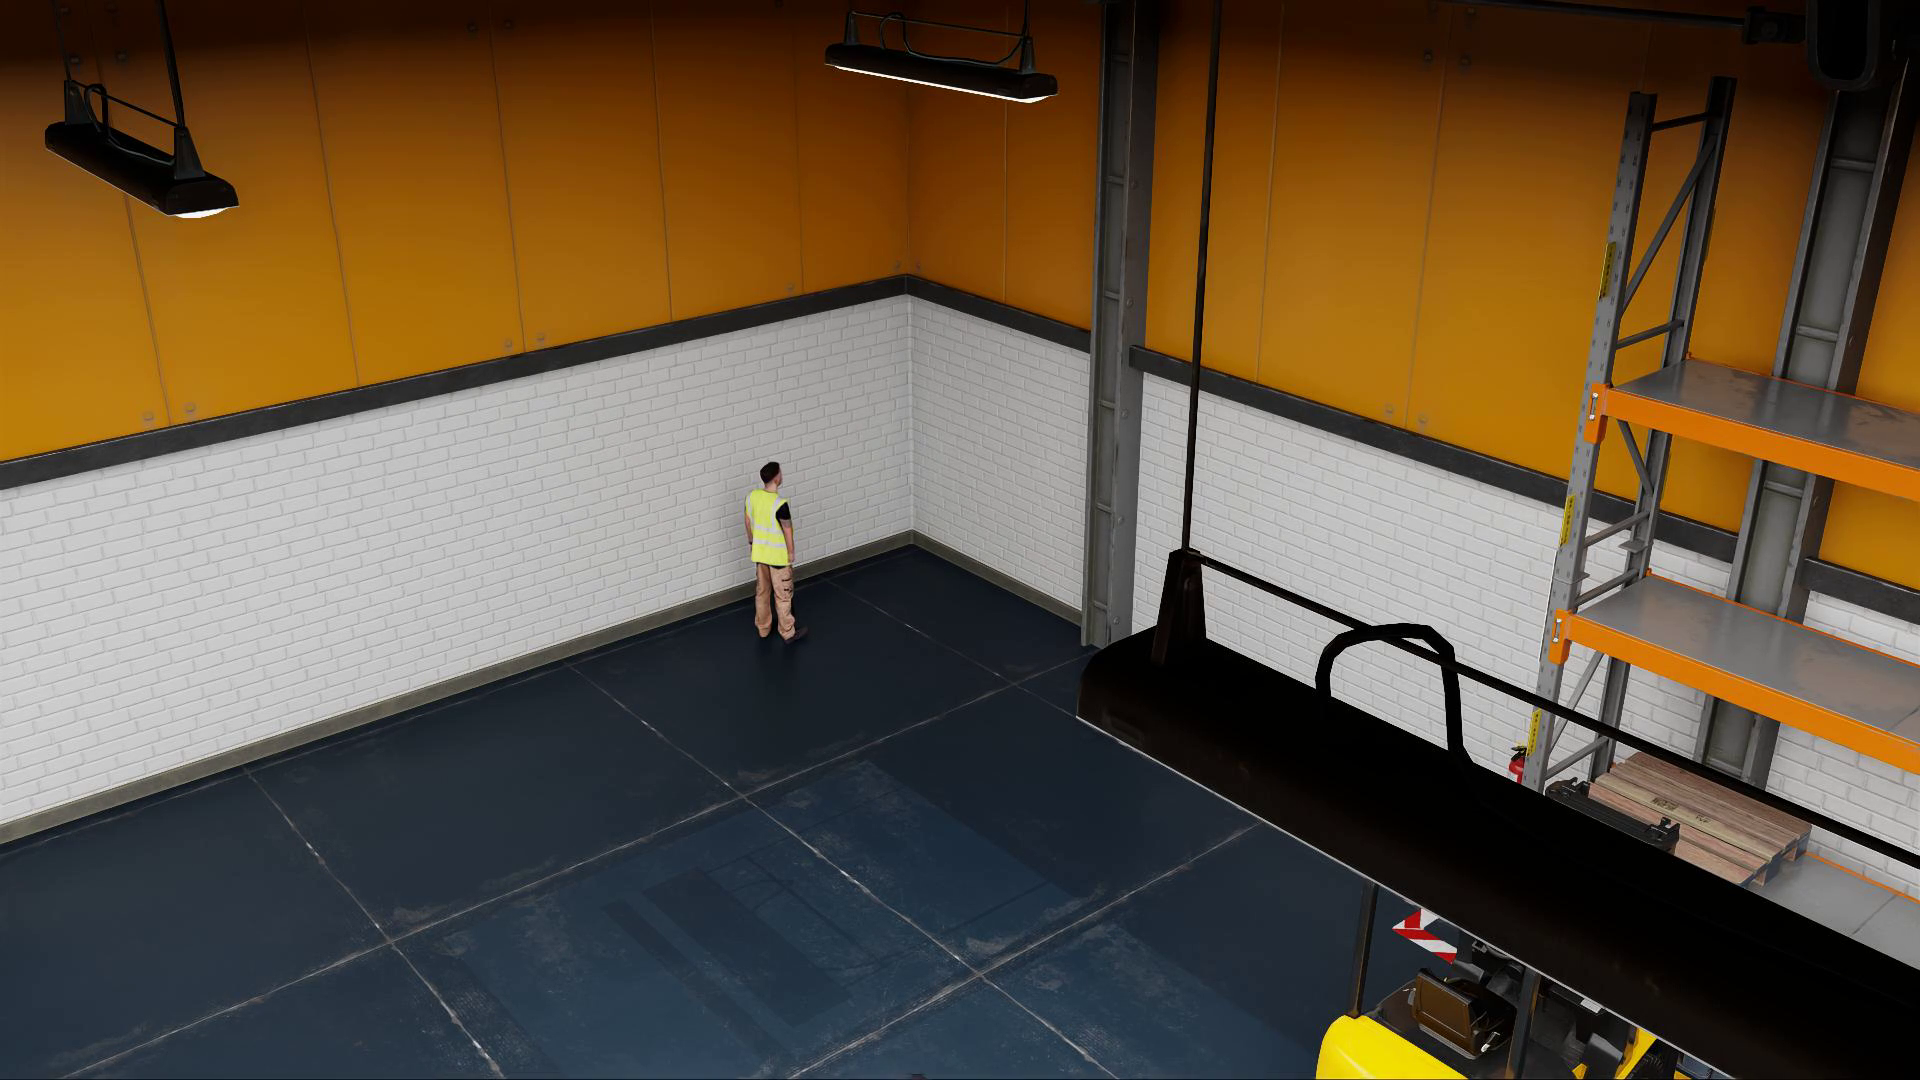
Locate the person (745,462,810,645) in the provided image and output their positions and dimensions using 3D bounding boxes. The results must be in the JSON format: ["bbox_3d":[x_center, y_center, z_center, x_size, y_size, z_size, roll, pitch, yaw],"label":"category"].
[{"bbox_3d":[-1.790,0.109,15.987,0.745,1.845,0.852,14,27,30],"label":"person"}]
